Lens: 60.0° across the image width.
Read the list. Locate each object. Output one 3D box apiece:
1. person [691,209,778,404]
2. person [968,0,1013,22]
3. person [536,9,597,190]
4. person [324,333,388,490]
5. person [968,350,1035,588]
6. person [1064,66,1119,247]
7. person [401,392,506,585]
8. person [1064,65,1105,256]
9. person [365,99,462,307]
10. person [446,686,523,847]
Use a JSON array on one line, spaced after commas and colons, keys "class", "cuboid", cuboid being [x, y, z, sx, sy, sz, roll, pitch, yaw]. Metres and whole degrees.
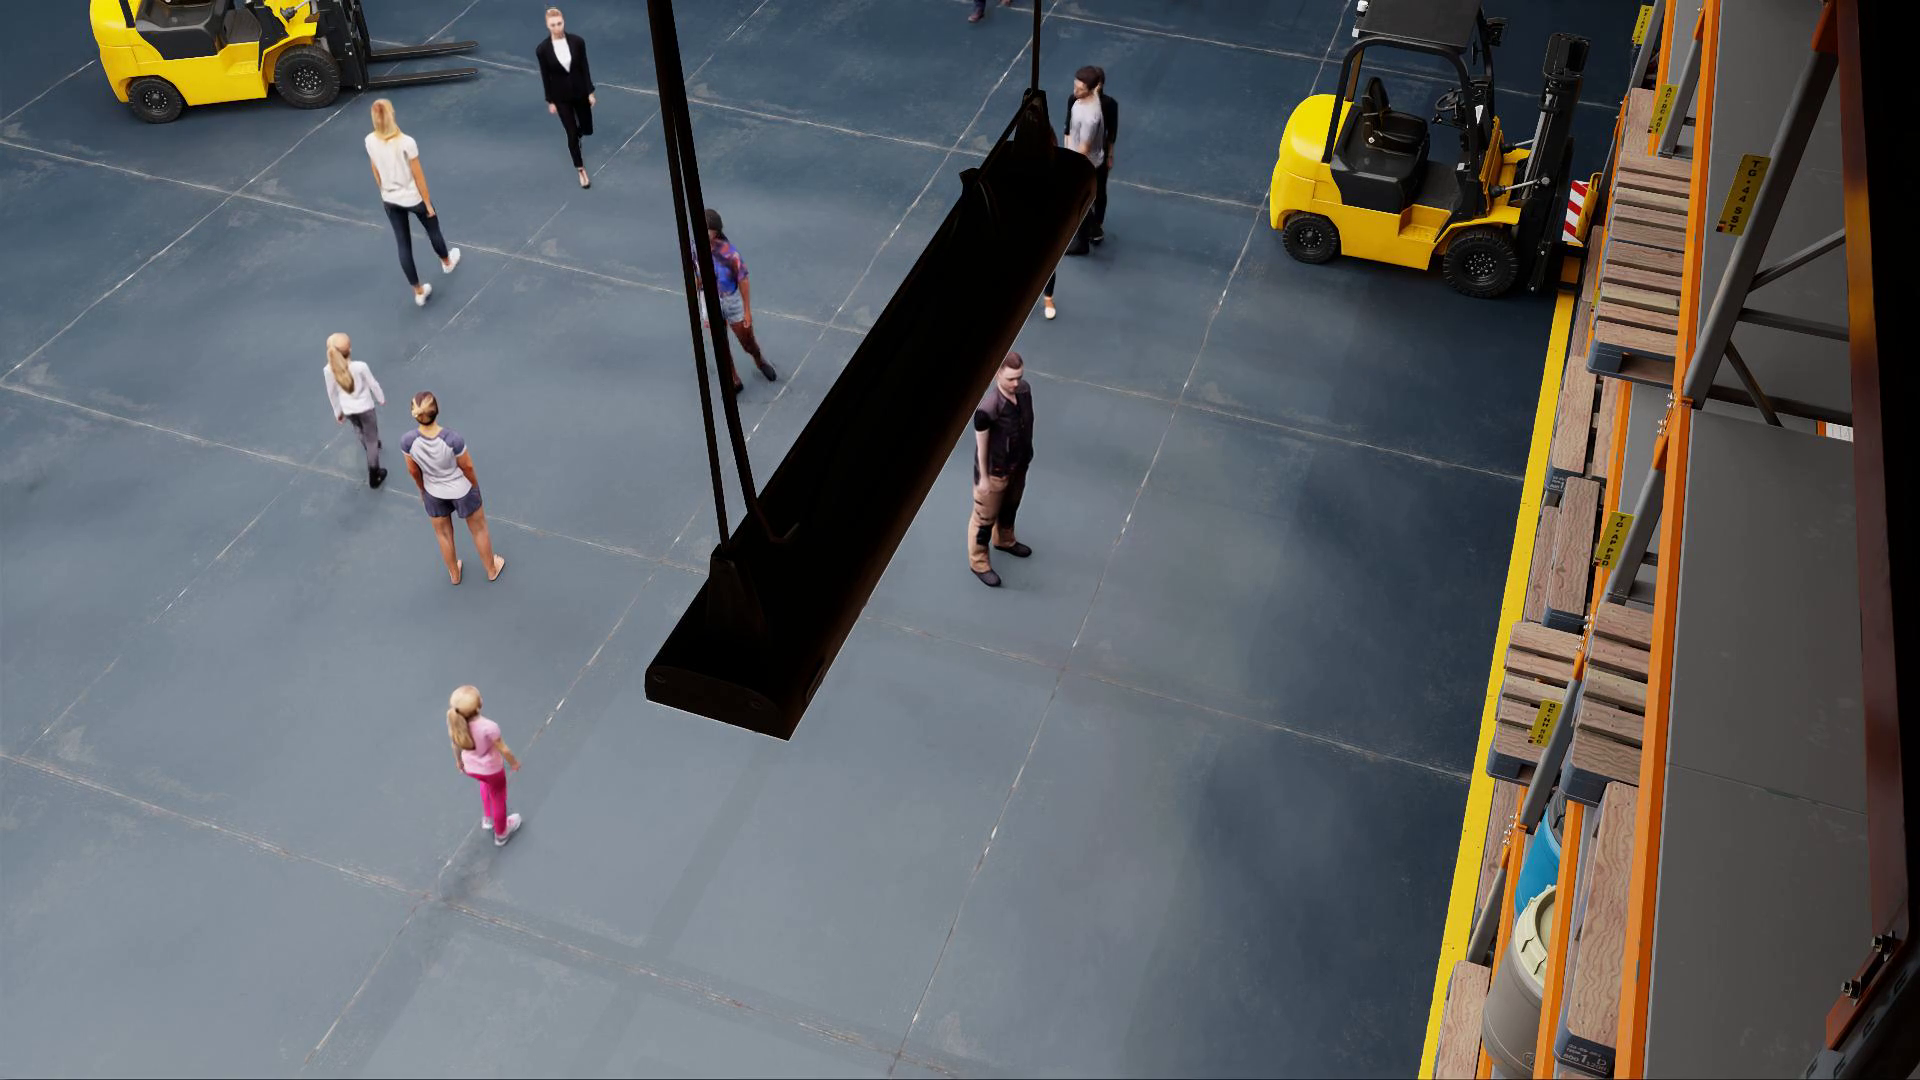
[{"class": "person", "cuboid": [-1.761, -1.781, 12.607, 0.713, 1.725, 0.818, 5, 44, 5]}, {"class": "person", "cuboid": [0.430, -6.405, 17.406, 0.800, 1.801, 1.172, 18, 46, 18]}, {"class": "person", "cuboid": [-3.518, -4.013, 14.974, 0.890, 1.692, 0.949, -17, 46, -17]}, {"class": "person", "cuboid": [-4.370, -0.908, 12.025, 0.613, 1.263, 0.787, 3, 44, 3]}, {"class": "person", "cuboid": [0.270, -0.535, 11.215, 0.820, 1.841, 0.657, 30, 51, 28]}, {"class": "person", "cuboid": [1.114, -3.306, 14.255, 0.604, 1.661, 0.543, 12, 45, 12]}, {"class": "person", "cuboid": [-3.427, -0.338, 11.165, 0.668, 1.625, 0.683, -5, 44, -5]}, {"class": "person", "cuboid": [1.087, -3.169, 13.976, 0.882, 1.846, 0.738, 8, 44, 8]}, {"class": "person", "cuboid": [-4.533, -2.695, 13.521, 0.792, 1.788, 1.025, 3, 44, 3]}, {"class": "person", "cuboid": [-2.791, 1.347, 9.658, 0.486, 1.265, 0.500, 14, 45, 14]}]
